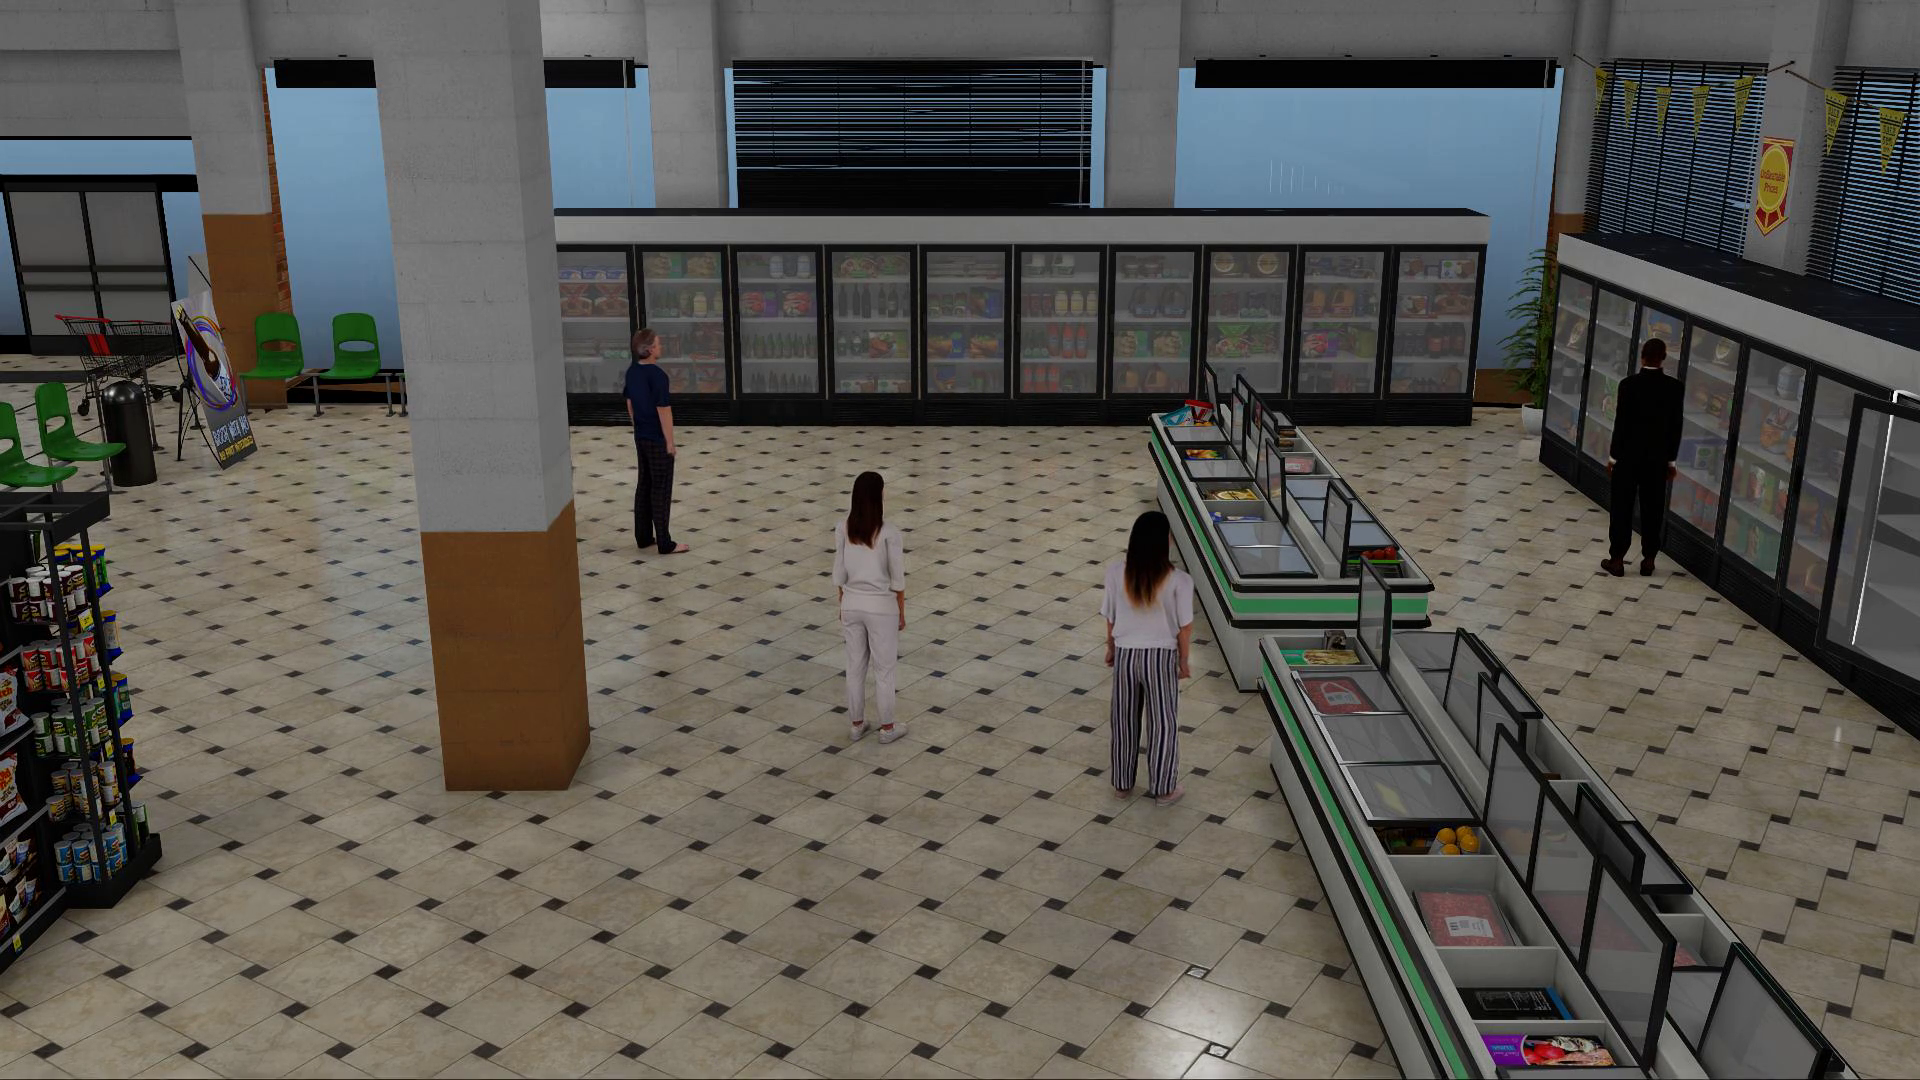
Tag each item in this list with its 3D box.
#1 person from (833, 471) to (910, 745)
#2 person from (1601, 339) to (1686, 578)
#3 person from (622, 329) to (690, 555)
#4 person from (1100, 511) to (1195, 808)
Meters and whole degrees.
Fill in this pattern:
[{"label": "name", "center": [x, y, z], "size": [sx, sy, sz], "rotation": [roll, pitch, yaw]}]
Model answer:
[{"label": "person", "center": [-0.540, 0.404, 10.058], "size": [0.666, 1.688, 0.644], "rotation": [6, 18, 19]}, {"label": "person", "center": [5.404, -0.630, 13.181], "size": [0.714, 1.853, 0.651], "rotation": [2, 17, 7]}, {"label": "person", "center": [-2.545, -0.822, 13.782], "size": [0.725, 1.871, 0.781], "rotation": [16, 23, 42]}, {"label": "person", "center": [1.033, 0.656, 9.238], "size": [0.775, 1.683, 0.772], "rotation": [8, 19, 24]}]
